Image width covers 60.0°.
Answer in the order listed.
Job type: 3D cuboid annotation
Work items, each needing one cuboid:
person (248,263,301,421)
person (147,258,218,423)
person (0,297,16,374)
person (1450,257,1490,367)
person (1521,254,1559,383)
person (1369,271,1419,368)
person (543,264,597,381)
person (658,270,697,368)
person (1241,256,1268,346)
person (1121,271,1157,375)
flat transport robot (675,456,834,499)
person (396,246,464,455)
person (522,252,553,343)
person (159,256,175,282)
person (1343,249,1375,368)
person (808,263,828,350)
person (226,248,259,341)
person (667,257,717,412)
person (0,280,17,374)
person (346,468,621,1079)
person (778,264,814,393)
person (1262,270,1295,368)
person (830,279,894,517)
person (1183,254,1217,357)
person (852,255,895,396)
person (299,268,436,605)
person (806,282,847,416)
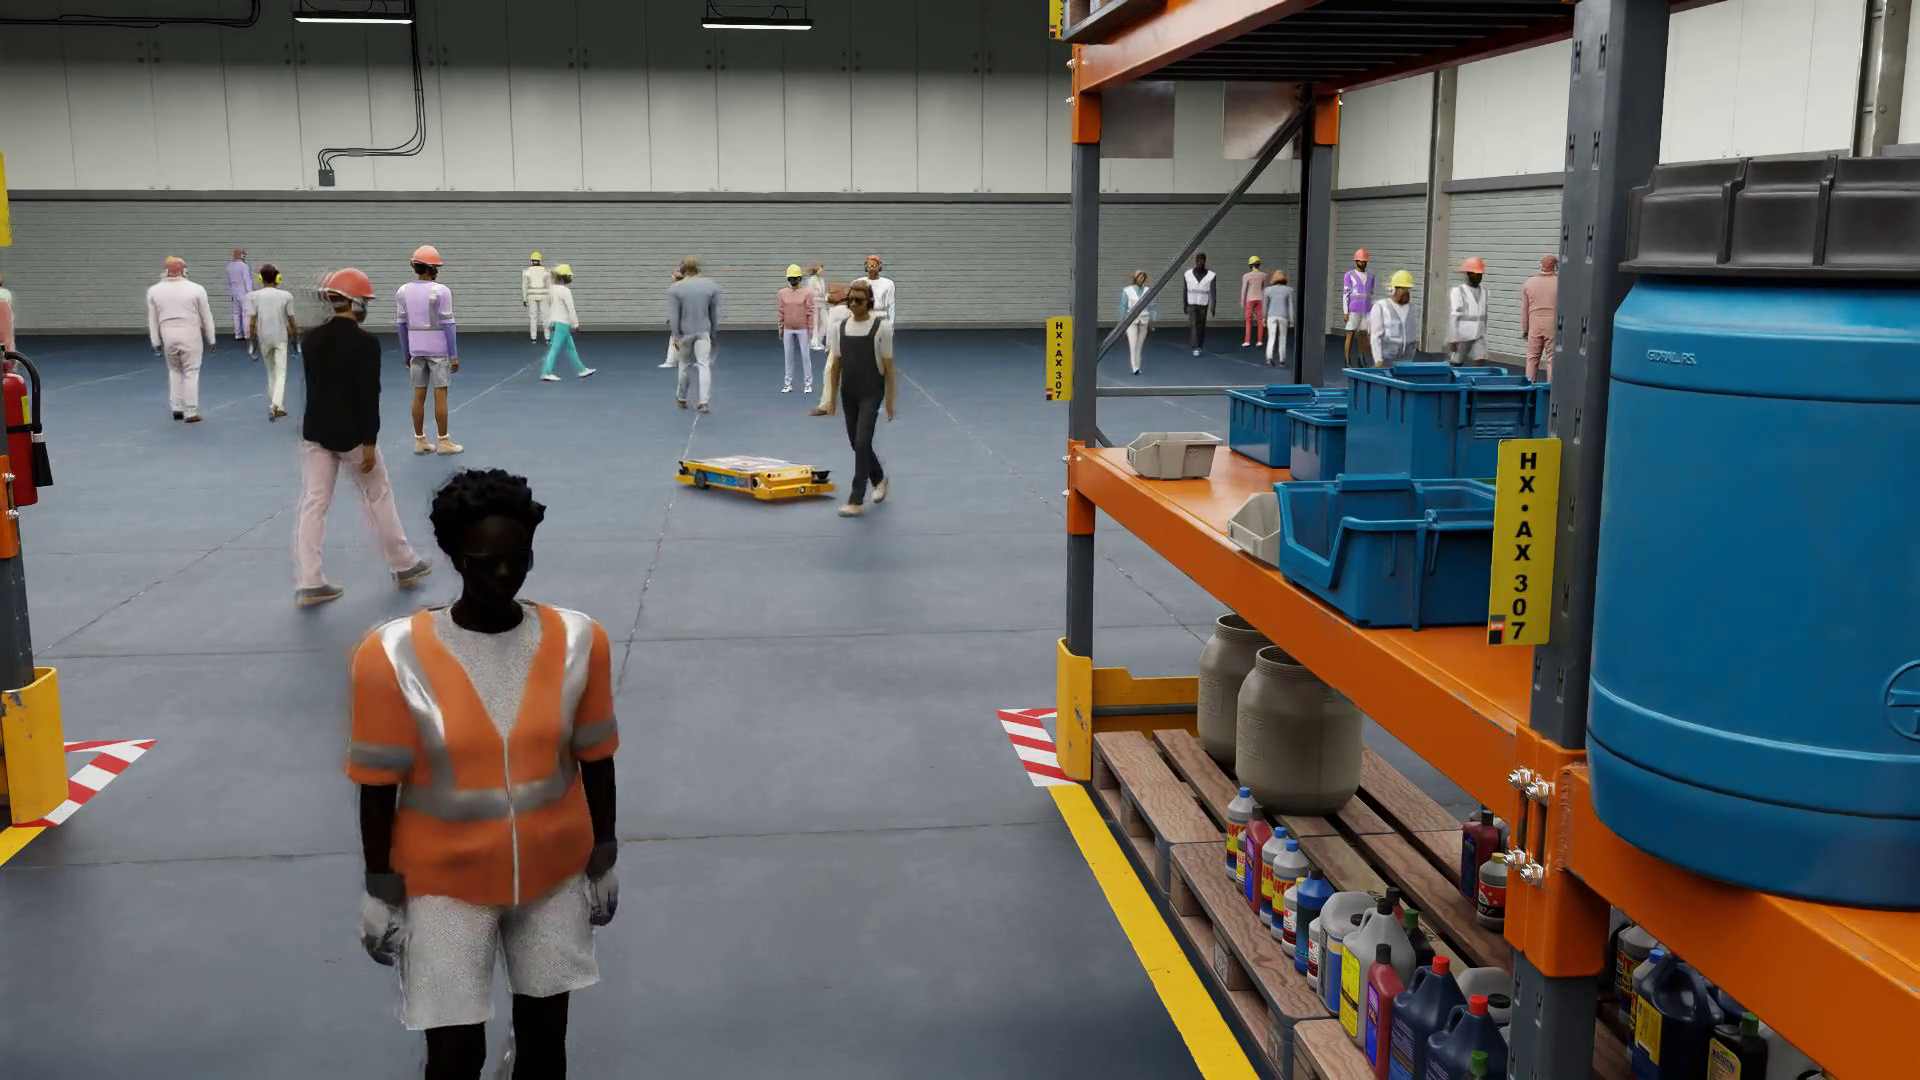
[{"bbox_3d":[-8.000,-2.298,19.382,0.564,1.835,0.872,-2,10,-10],"label":"person"},{"bbox_3d":[-8.977,-2.308,19.273,0.666,1.886,0.631,-1,10,-4],"label":"person"},{"bbox_3d":[-8.579,-1.506,14.608,0.614,1.979,0.433,-2,10,-8],"label":"person"},{"bbox_3d":[6.234,-2.535,20.477,0.558,1.900,0.965,-3,11,-17],"label":"person"},{"bbox_3d":[7.610,-2.743,21.589,0.674,1.906,0.402,8,13,36],"label":"person"},{"bbox_3d":[4.526,-1.923,17.423,0.590,1.792,0.931,-3,11,-14],"label":"person"},{"bbox_3d":[-5.839,-3.233,24.769,0.909,1.712,0.544,-7,12,-34],"label":"person"},{"bbox_3d":[-4.528,-3.621,27.219,0.849,1.600,0.503,-4,11,-22],"label":"person"},{"bbox_3d":[5.737,-4.653,32.456,0.532,1.766,0.335,-2,11,-11],"label":"person"},{"bbox_3d":[2.791,-3.353,25.775,0.536,1.598,0.834,-2,11,-12],"label":"person"},{"bbox_3d":[-1.749,-0.547,14.025,0.652,0.197,1.431,-9,14,-40],"label":"flat transport robot"},{"bbox_3d":[-5.183,-1.847,16.292,0.615,2.042,0.376,3,11,17],"label":"person"},{"bbox_3d":[-8.468,-4.858,33.377,0.599,1.830,0.404,-3,11,-14],"label":"person"},{"bbox_3d":[-15.848,-4.841,33.543,0.485,1.740,0.304,-3,11,-14],"label":"person"},{"bbox_3d":[6.421,-3.696,26.716,0.552,1.936,0.358,-3,11,-16],"label":"person"},{"bbox_3d":[-2.677,-4.397,31.391,0.378,1.625,0.539,5,12,27],"label":"person"},{"bbox_3d":[-14.726,-5.037,34.159,0.655,1.905,0.407,6,12,31],"label":"person"},{"bbox_3d":[-3.285,-2.526,20.458,0.631,1.887,1.038,-4,11,-20],"label":"person"},{"bbox_3d":[-14.728,-3.286,25.391,0.854,1.586,0.524,6,12,30],"label":"person"},{"bbox_3d":[-0.945,0.681,3.393,0.551,1.684,0.391,-6,12,-31],"label":"person"},{"bbox_3d":[-2.247,-2.880,22.751,0.521,1.758,0.349,2,11,13],"label":"person"},{"bbox_3d":[5.215,-3.620,27.258,0.542,1.591,0.832,3,11,15],"label":"person"},{"bbox_3d":[-0.740,-1.127,12.986,0.516,1.819,0.876,5,11,24],"label":"person"},{"bbox_3d":[4.317,-4.233,29.972,0.601,1.839,1.068,2,10,8],"label":"person"},{"bbox_3d":[-1.164,-2.866,22.322,0.575,1.882,0.355,0,10,1],"label":"person"},{"bbox_3d":[-3.605,-0.632,9.907,0.621,1.934,0.998,4,11,21],"label":"person"},{"bbox_3d":[-1.425,-2.284,19.900,0.806,1.604,0.503,-3,11,-14],"label":"person"}]
